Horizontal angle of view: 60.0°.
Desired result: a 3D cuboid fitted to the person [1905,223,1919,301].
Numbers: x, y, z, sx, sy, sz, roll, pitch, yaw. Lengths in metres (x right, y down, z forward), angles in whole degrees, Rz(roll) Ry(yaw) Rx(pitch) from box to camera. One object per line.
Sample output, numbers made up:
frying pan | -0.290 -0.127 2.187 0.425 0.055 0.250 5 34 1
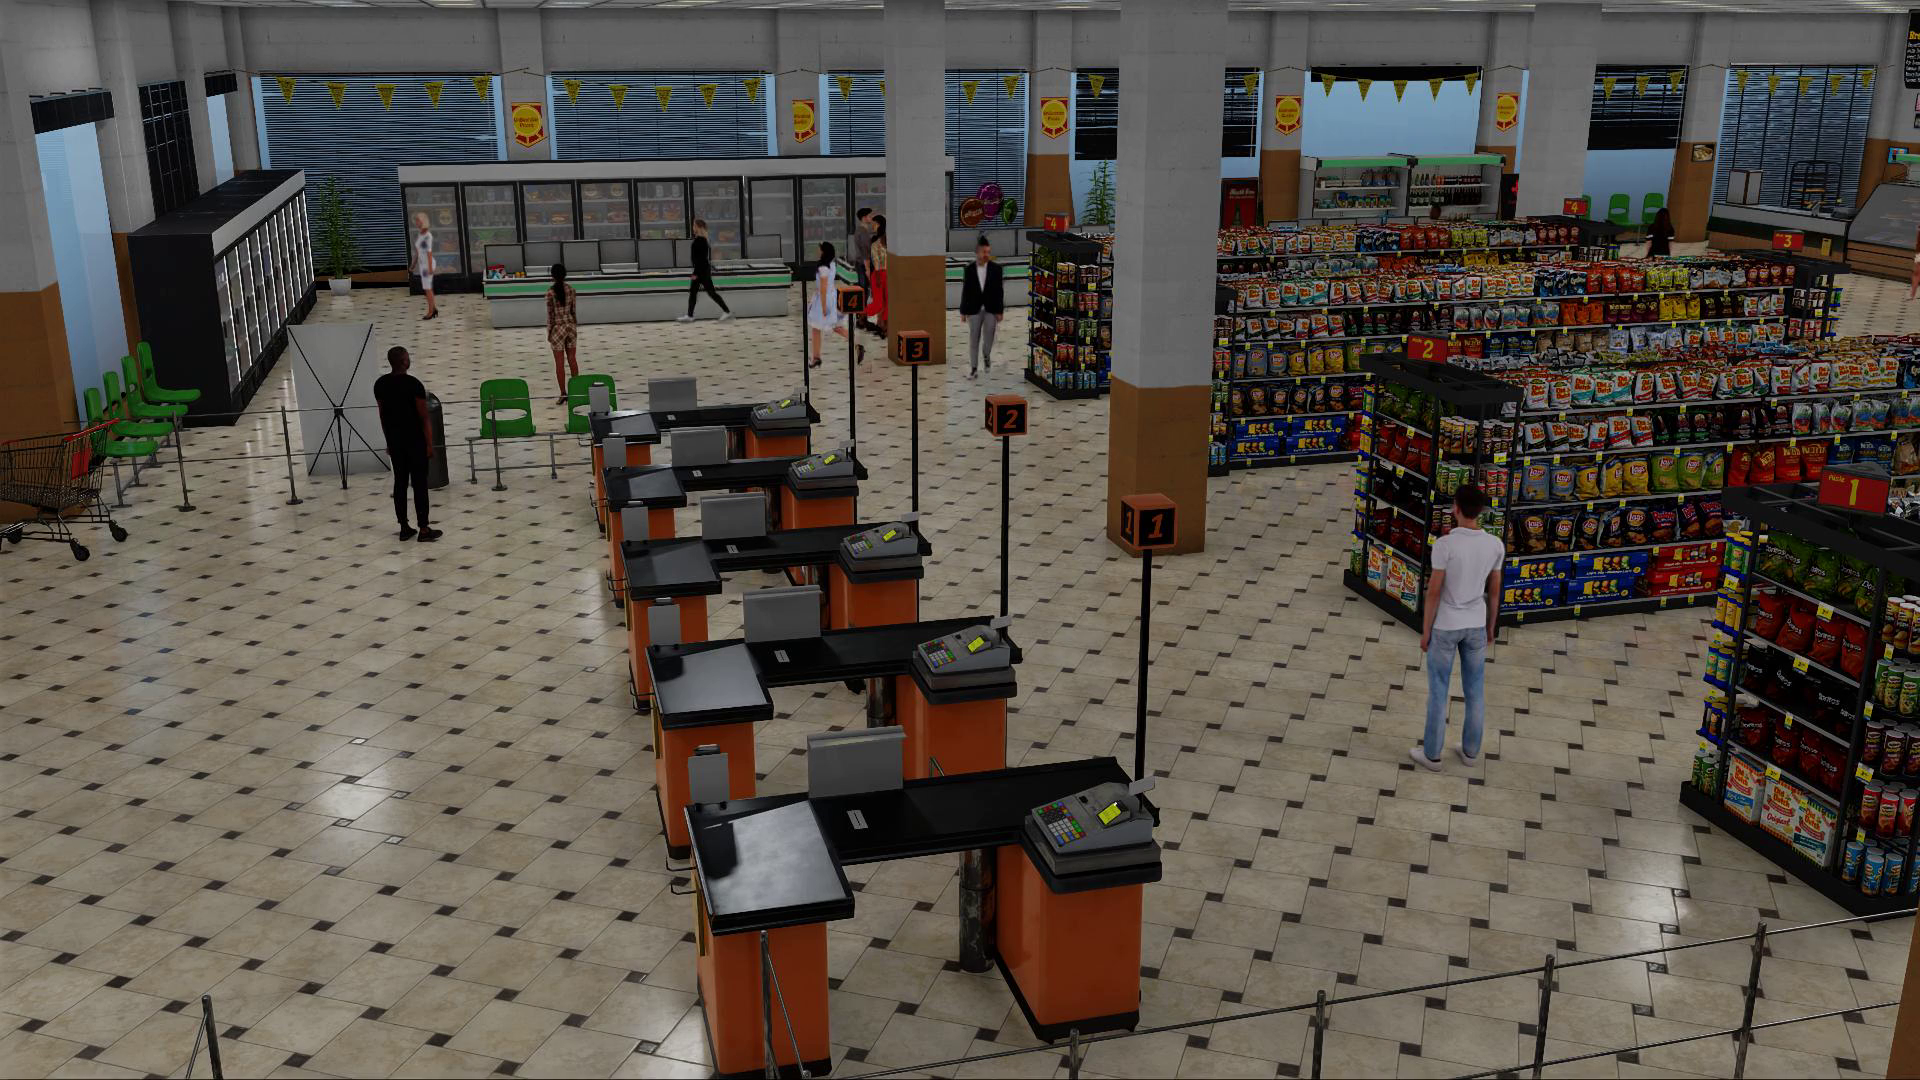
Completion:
person | 17.133 -5.052 29.340 1.184 1.661 0.851 -9 19 -28

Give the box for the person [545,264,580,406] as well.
person | -5.021 -2.604 21.046 0.631 1.795 0.732 -15 22 -40

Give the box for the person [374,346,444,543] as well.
person | -5.106 -0.888 15.353 0.686 1.819 0.810 4 17 14

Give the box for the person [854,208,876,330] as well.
person | -1.543 -4.352 26.613 0.584 1.905 0.694 -3 17 -11

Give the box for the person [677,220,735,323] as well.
person | -4.073 -4.316 26.934 1.131 1.651 0.638 -4 17 -11

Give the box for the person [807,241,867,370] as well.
person | -1.750 -3.219 23.080 1.237 1.789 1.097 7 18 21

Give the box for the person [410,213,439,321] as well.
person | -8.781 -4.534 27.494 0.702 1.742 0.662 -12 20 -34

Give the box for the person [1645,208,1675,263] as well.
person | 12.301 -5.024 29.284 0.695 1.639 0.773 7 18 21

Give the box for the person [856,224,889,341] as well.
person | -1.285 -3.940 25.503 1.001 1.761 0.977 12 20 34

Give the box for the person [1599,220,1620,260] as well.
person | 9.936 -3.953 25.445 0.981 1.821 0.765 -1 17 -3

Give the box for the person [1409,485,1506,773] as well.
person | 3.162 0.559 10.533 0.452 1.851 0.704 -4 17 -13

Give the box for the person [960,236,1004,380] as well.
person | 0.329 -3.170 22.648 0.856 1.948 0.947 4 17 11

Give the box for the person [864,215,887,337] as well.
person | -1.245 -4.144 26.001 0.661 1.862 0.736 -9 19 -27
